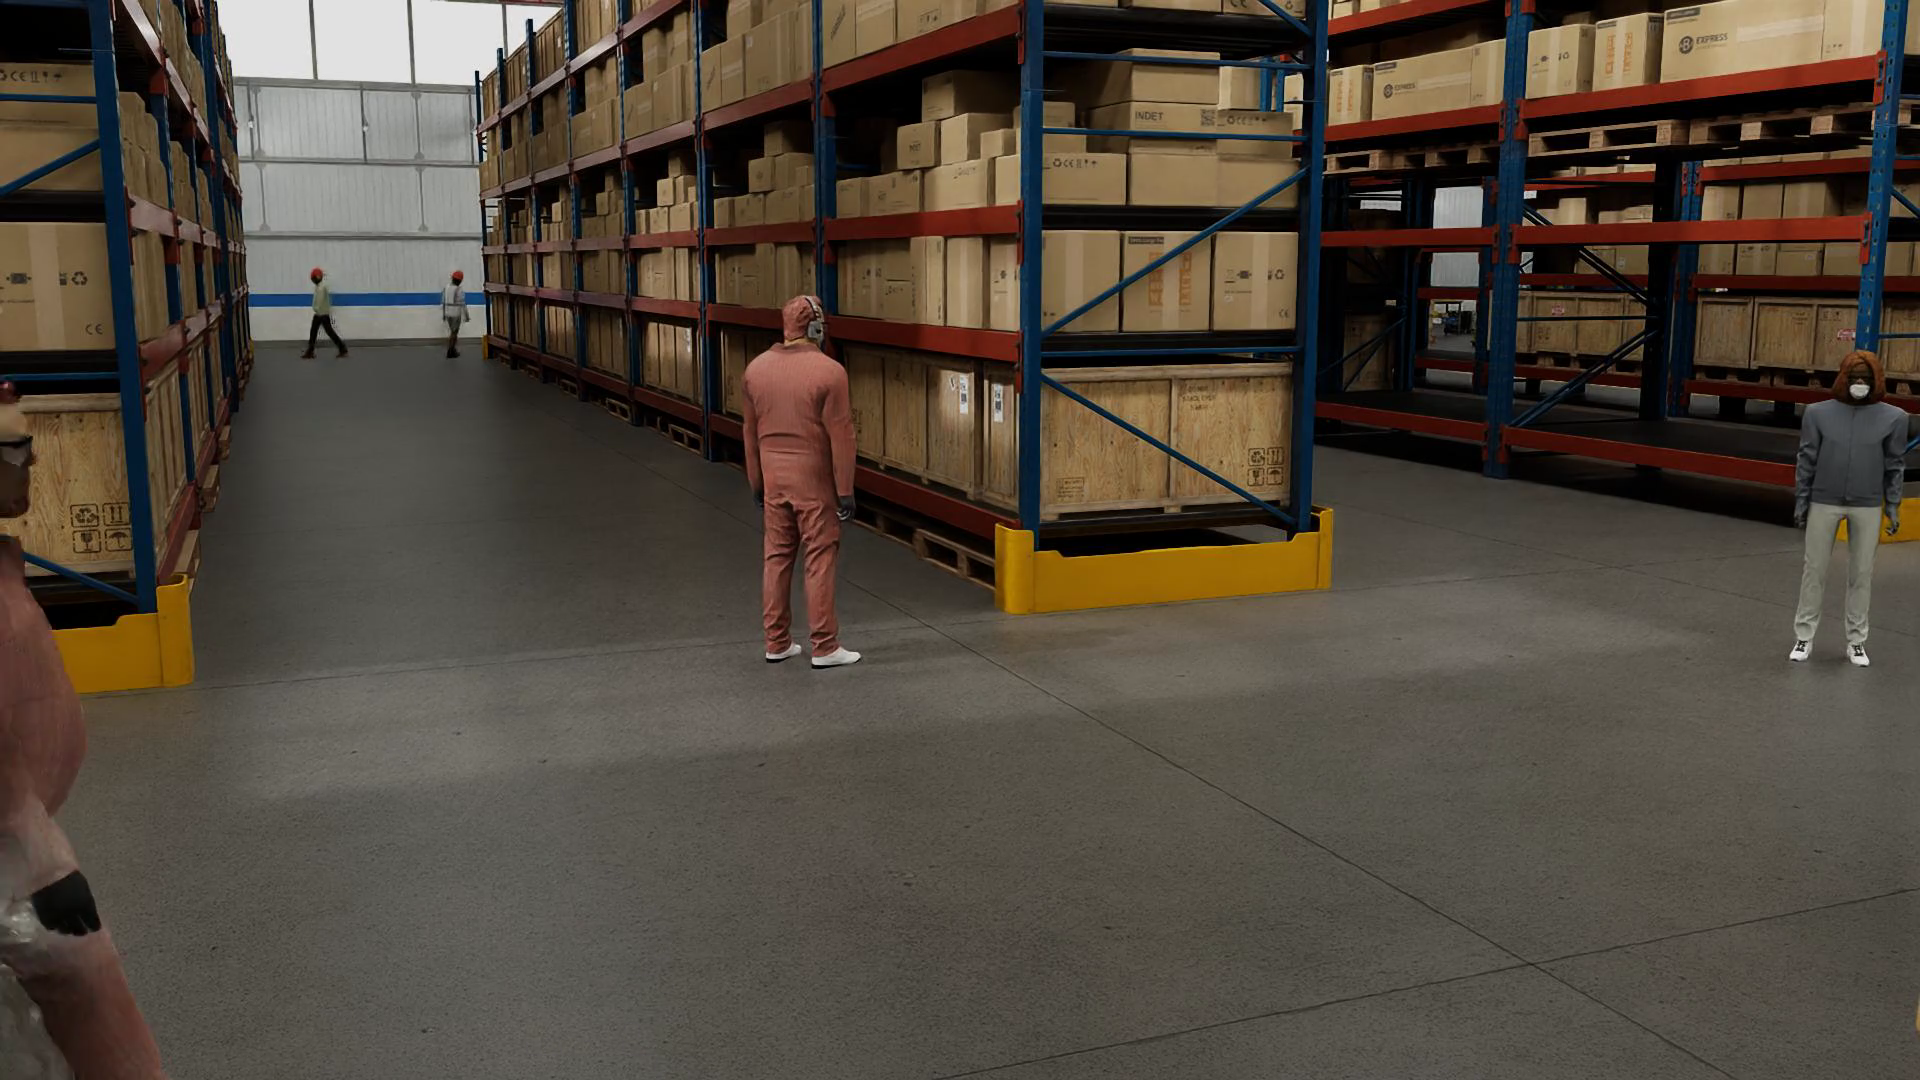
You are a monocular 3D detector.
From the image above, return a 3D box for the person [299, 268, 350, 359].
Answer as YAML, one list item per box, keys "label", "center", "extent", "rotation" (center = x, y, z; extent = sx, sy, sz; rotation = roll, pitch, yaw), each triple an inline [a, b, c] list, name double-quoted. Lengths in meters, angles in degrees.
- label: "person"
  center: [-13.707, -4.870, 35.801]
  extent: [0.996, 1.958, 0.605]
  rotation: [-6, 11, -32]

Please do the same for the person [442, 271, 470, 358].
- label: "person"
  center: [-10.935, -4.898, 36.179]
  extent: [0.581, 1.884, 0.716]
  rotation: [5, 11, 27]

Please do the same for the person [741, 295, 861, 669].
- label: "person"
  center: [-0.794, -0.296, 8.550]
  extent: [0.650, 1.906, 0.401]
  rotation: [6, 11, 30]

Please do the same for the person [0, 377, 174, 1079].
- label: "person"
  center: [-1.973, 0.597, 3.369]
  extent: [1.014, 1.856, 0.639]
  rotation: [-4, 10, -22]

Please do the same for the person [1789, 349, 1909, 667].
- label: "person"
  center: [4.569, -0.163, 8.572]
  extent: [0.498, 1.632, 0.285]
  rotation: [4, 10, 25]

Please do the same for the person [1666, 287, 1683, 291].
- label: "person"
  center: [14.559, -4.564, 33.850]
  extent: [0.382, 1.995, 0.612]
  rotation: [-9, 13, -43]
